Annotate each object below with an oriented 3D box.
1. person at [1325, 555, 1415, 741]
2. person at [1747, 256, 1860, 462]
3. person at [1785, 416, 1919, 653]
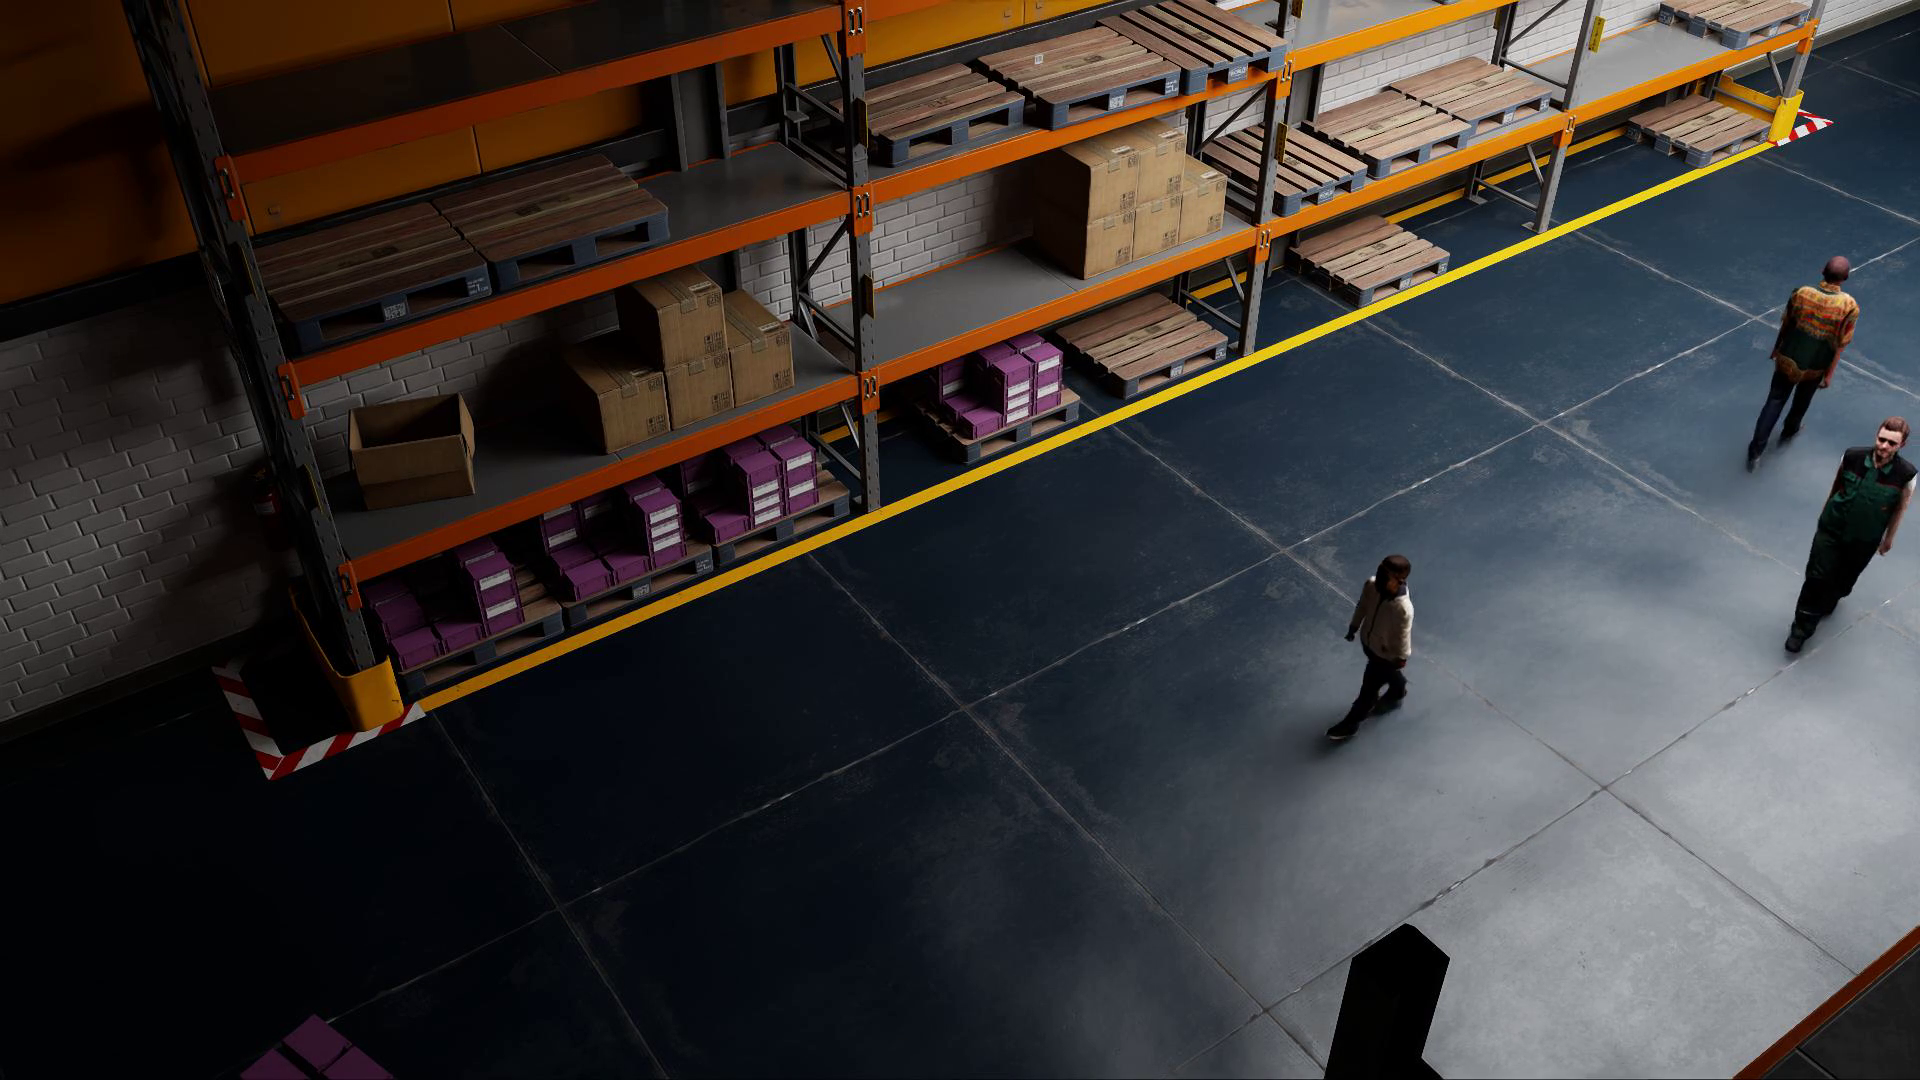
[{"bbox_3d":[2.833,0.654,10.912,0.992,1.426,0.682,-17,41,-20],"label":"person"},{"bbox_3d":[6.659,-1.400,13.209,0.901,1.770,1.193,27,46,29],"label":"person"},{"bbox_3d":[6.218,-0.095,11.542,0.880,1.811,1.189,25,45,28],"label":"person"}]
